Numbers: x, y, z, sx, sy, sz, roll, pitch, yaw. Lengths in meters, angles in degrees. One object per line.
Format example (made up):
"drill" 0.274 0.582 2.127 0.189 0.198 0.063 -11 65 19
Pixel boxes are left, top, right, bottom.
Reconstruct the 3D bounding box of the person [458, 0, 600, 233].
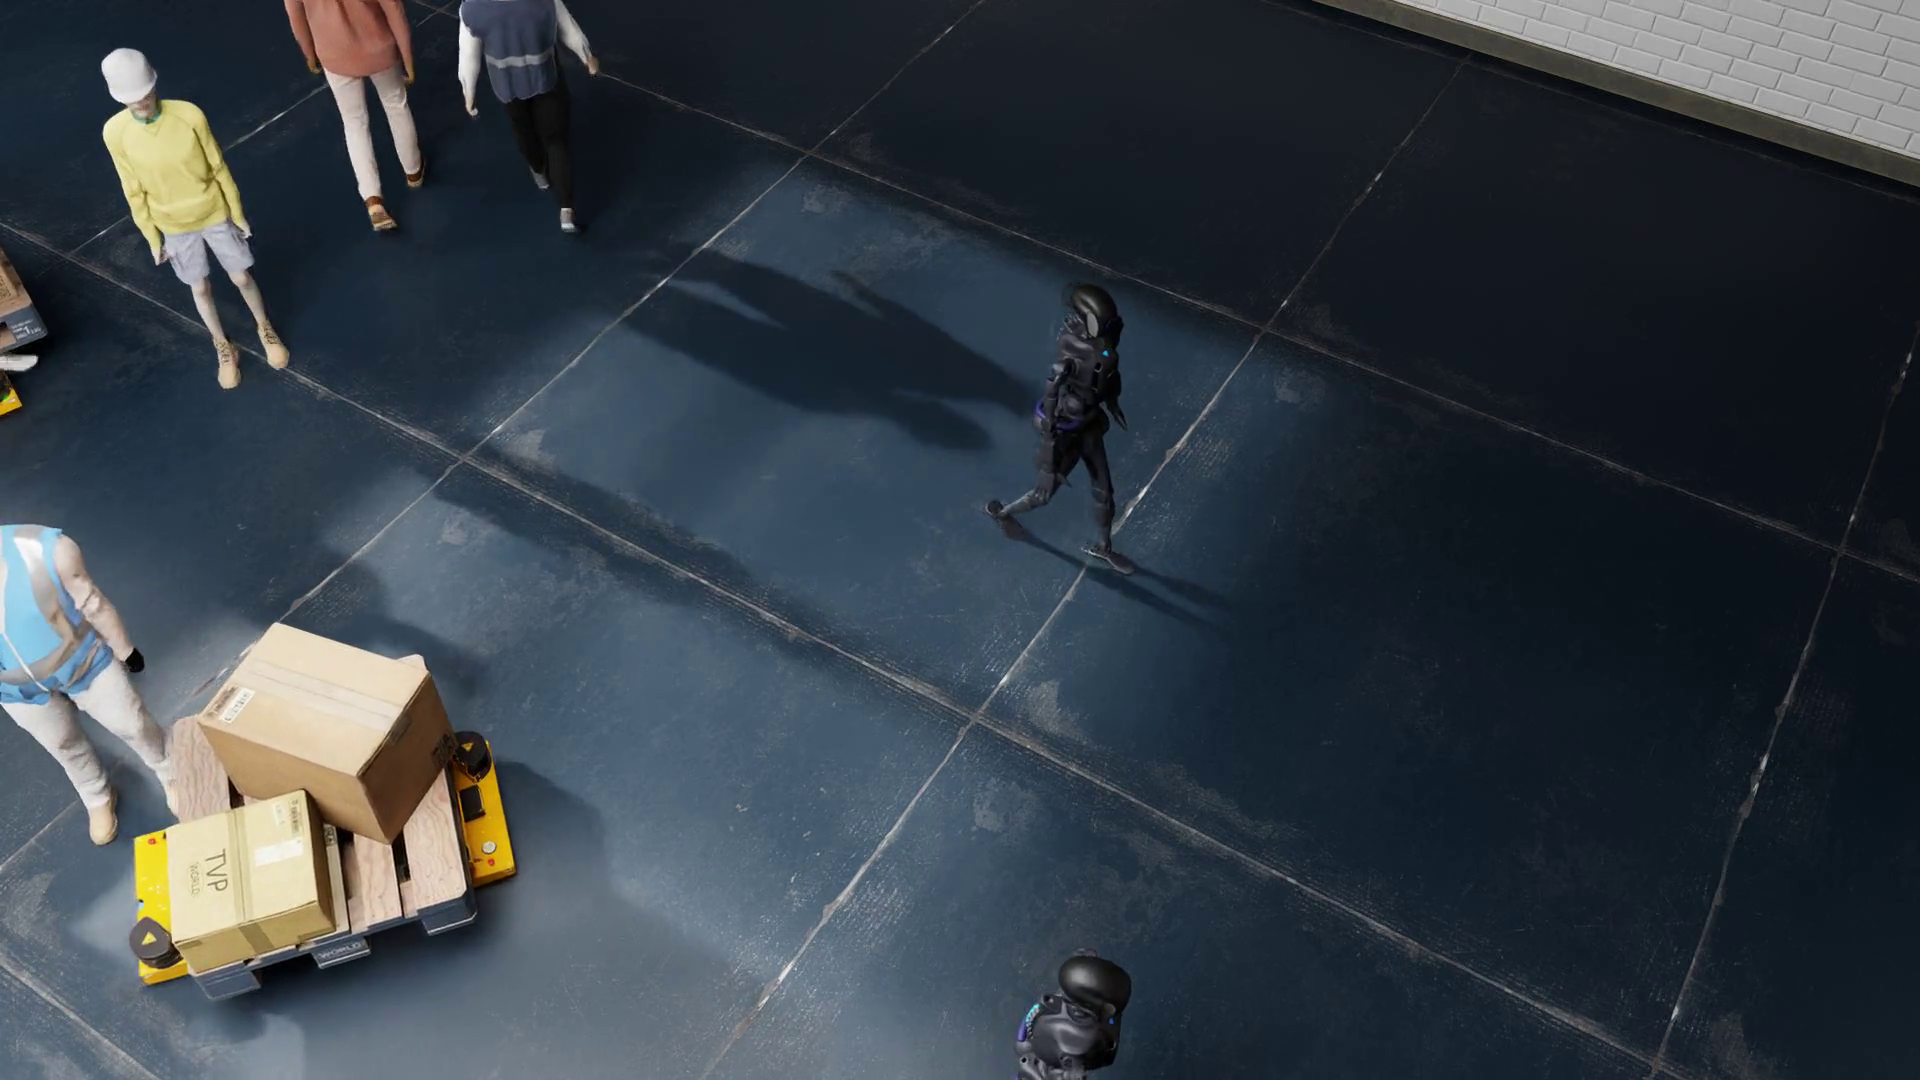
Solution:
"person" -2.334 -2.503 9.036 0.738 1.722 0.843 -8 49 -7

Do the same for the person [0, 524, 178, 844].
"person" -3.483 0.496 6.350 0.653 1.837 0.429 -18 51 -15

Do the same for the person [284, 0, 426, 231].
"person" -3.243 -2.602 8.966 0.615 1.965 0.824 -11 50 -9

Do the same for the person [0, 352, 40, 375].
"person" -5.330 -1.431 7.998 0.941 1.890 0.613 4 49 4

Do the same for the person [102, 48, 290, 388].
"person" -3.746 -1.569 8.115 0.495 1.891 0.387 -19 52 -16

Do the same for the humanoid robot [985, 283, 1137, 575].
"humanoid robot" 0.472 -0.517 7.360 0.740 1.640 0.609 29 55 23

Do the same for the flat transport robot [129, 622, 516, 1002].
"flat transport robot" -2.576 1.255 6.719 1.431 0.231 0.659 -15 51 -13

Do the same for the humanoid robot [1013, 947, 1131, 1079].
"humanoid robot" 0.282 1.758 5.342 0.416 1.633 0.610 5 49 4

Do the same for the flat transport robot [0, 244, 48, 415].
"flat transport robot" -5.482 -1.020 8.707 0.659 0.231 1.431 -29 55 -23
